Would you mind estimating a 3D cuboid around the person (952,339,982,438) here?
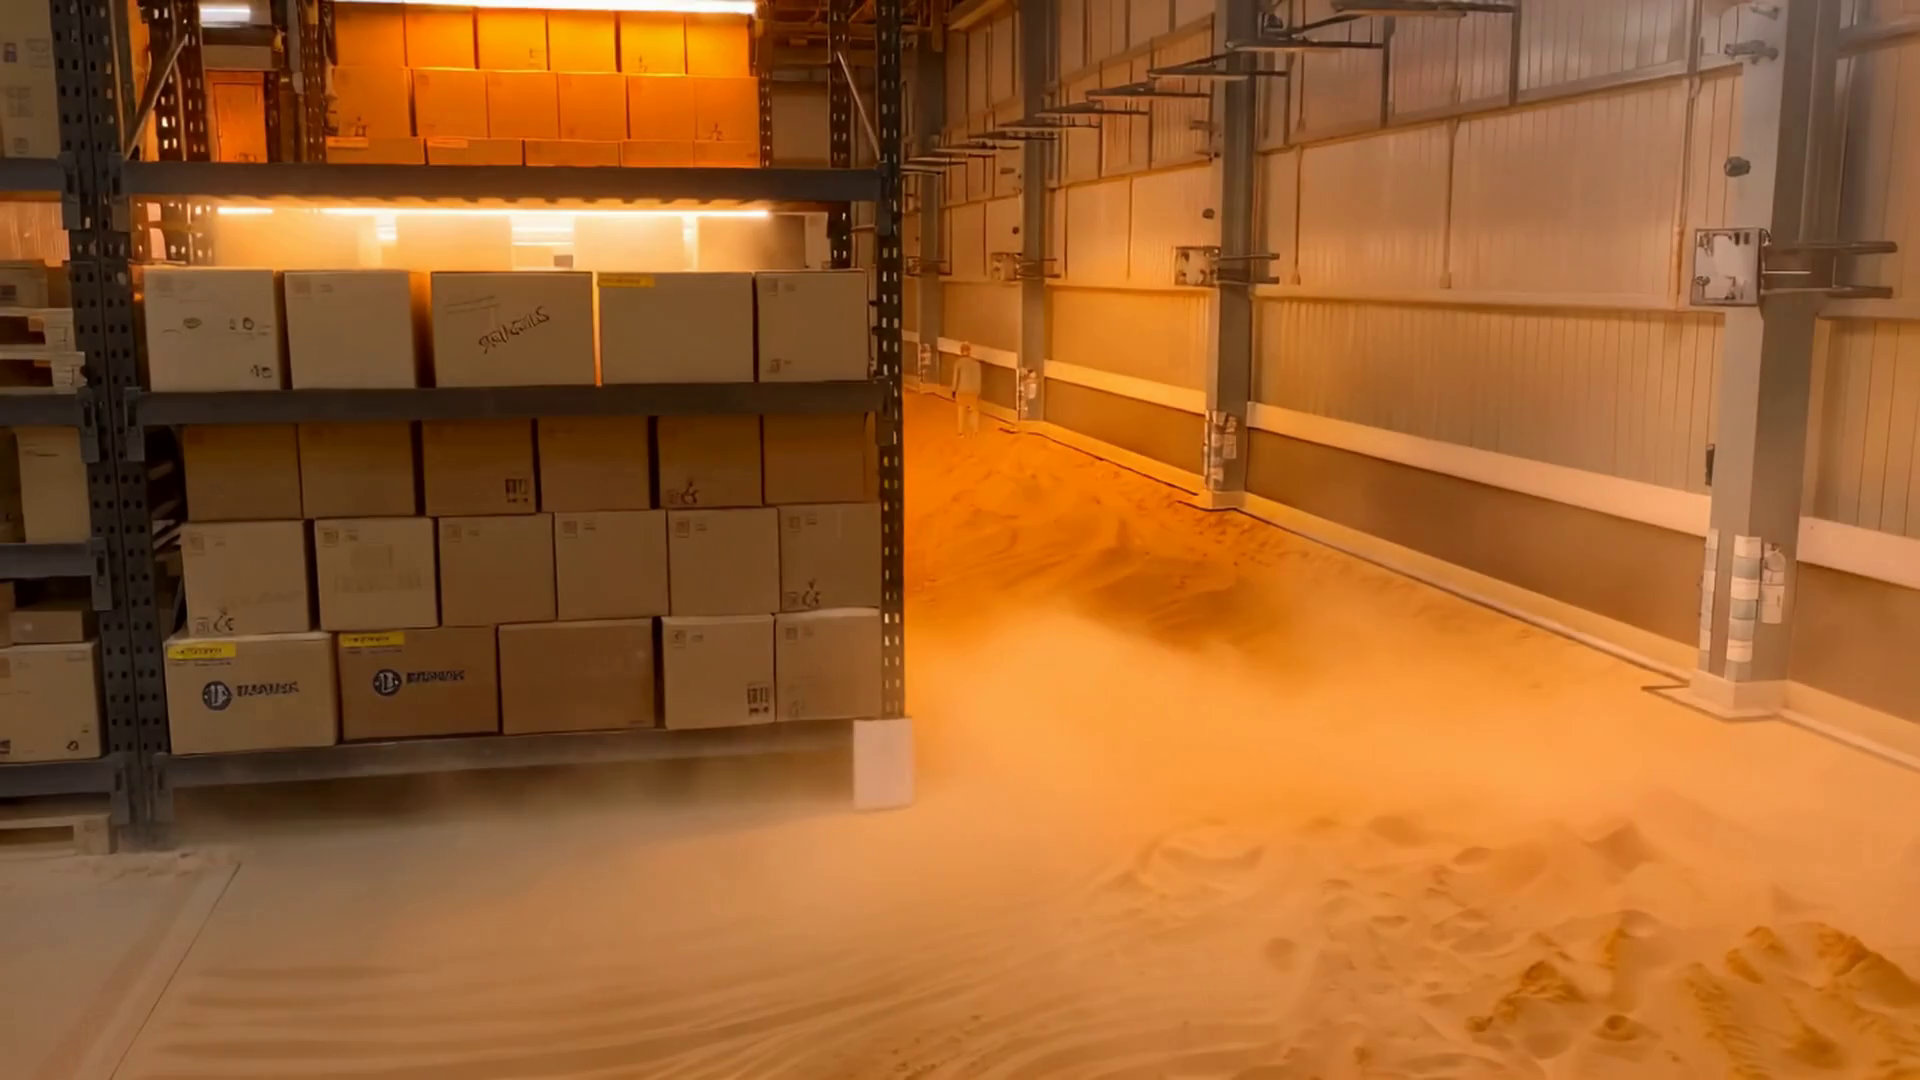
[{"bbox_3d":[0.124,-2.685,29.580,0.563,1.755,0.320,-2,10,-15],"label":"person"}]
